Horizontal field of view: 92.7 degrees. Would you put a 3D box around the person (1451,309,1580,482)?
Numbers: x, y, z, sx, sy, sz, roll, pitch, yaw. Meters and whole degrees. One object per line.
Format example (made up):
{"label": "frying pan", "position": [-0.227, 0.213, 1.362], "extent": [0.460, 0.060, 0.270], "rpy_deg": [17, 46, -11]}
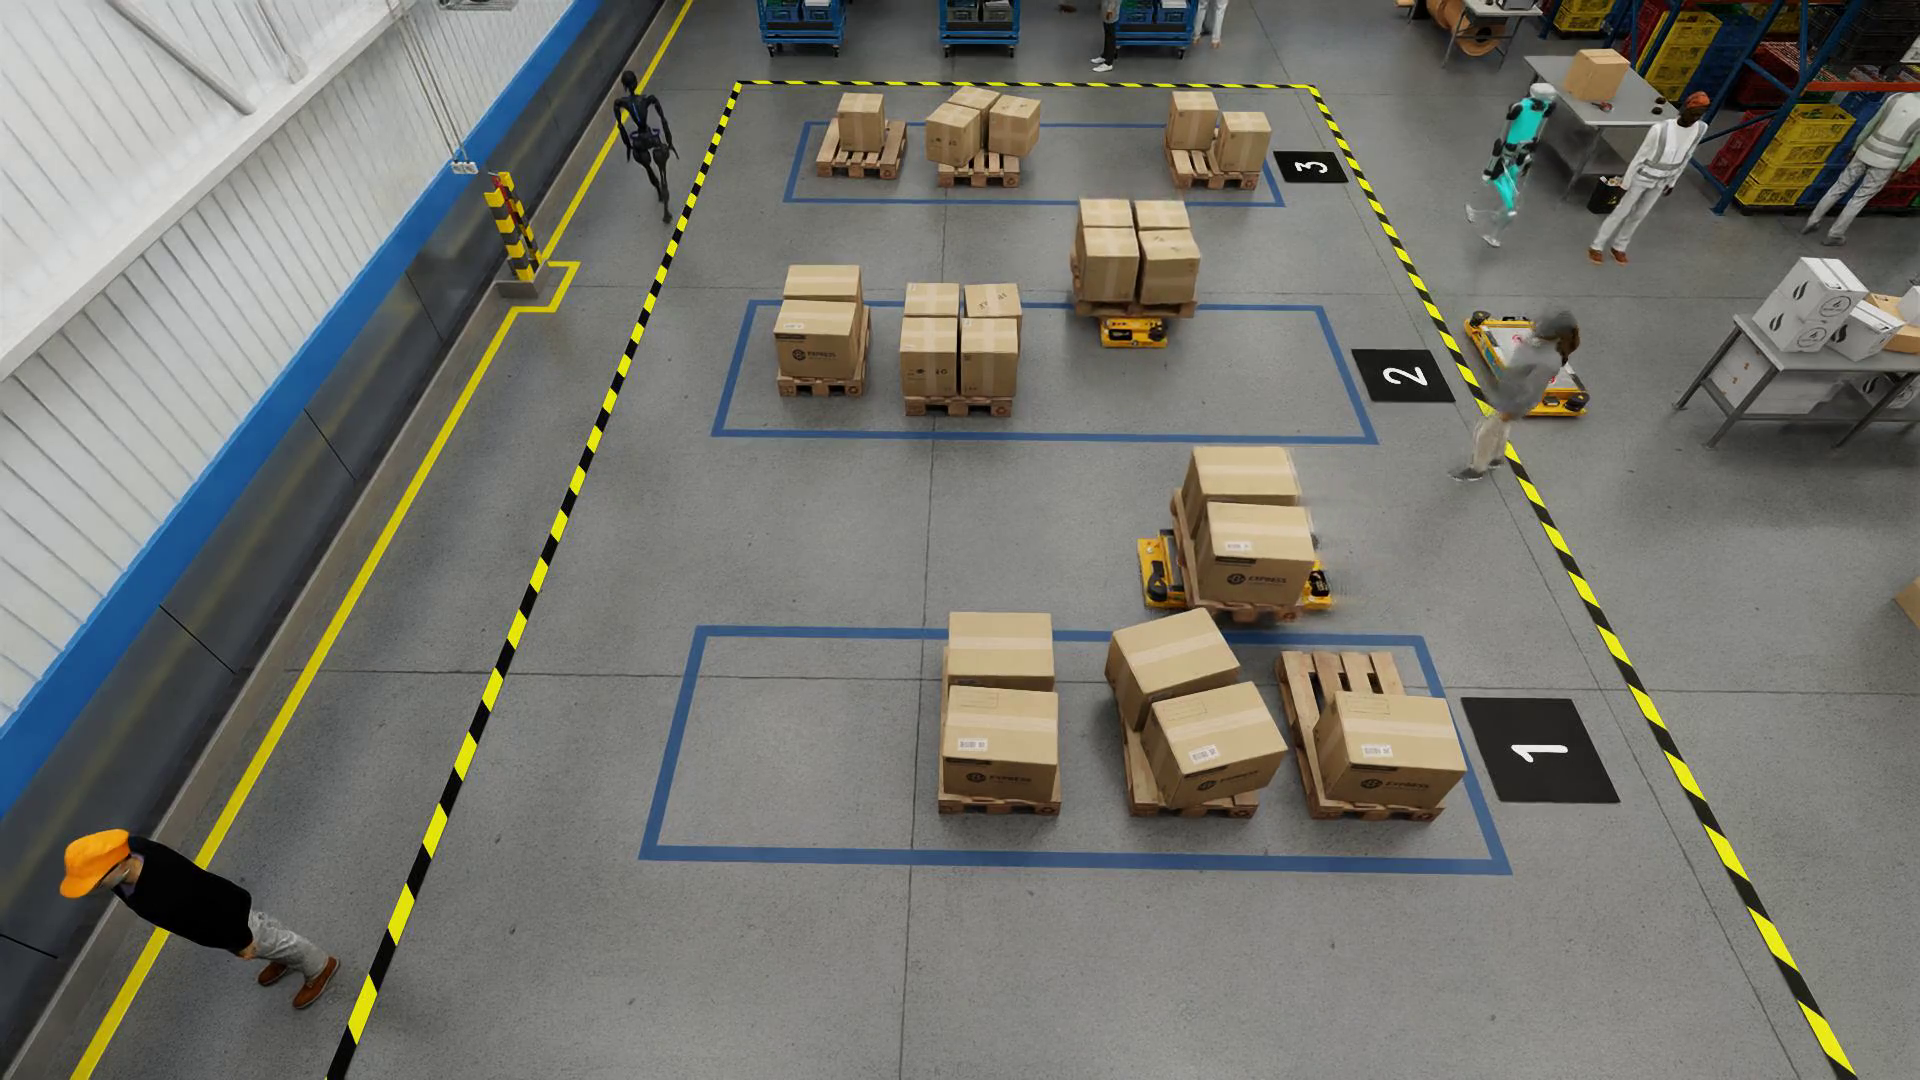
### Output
{"label": "person", "position": [4.631, -1.192, 7.610], "extent": [0.382, 1.761, 0.591], "rpy_deg": [18, 52, 15]}

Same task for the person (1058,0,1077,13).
{"label": "person", "position": [2.127, -9.414, 14.621], "extent": [1.077, 1.872, 0.637], "rpy_deg": [7, 49, 6]}

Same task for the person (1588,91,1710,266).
{"label": "person", "position": [7.357, -3.831, 9.789], "extent": [0.581, 1.879, 0.355], "rpy_deg": [-1, 49, -1]}

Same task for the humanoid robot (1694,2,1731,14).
{"label": "humanoid robot", "position": [10.894, -7.778, 13.366], "extent": [0.646, 1.661, 0.609], "rpy_deg": [-1, 49, -1]}

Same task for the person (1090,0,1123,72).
{"label": "person", "position": [2.149, -7.765, 13.207], "extent": [0.380, 1.852, 0.587], "rpy_deg": [1, 49, 1]}

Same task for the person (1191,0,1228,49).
{"label": "person", "position": [3.854, -8.427, 13.796], "extent": [0.634, 1.835, 0.429], "rpy_deg": [19, 52, 16]}

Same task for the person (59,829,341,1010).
{"label": "person", "position": [-3.897, 1.968, 4.761], "extent": [0.590, 1.884, 0.363], "rpy_deg": [21, 52, 17]}

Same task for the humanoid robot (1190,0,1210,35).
{"label": "humanoid robot", "position": [3.763, -8.814, 14.258], "extent": [0.628, 1.652, 0.612], "rpy_deg": [27, 54, 22]}

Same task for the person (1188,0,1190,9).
{"label": "person", "position": [3.851, -9.577, 14.718], "extent": [0.614, 1.949, 0.400], "rpy_deg": [-27, 54, -21]}

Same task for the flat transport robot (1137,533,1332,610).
{"label": "flat transport robot", "position": [2.179, 0.227, 7.318], "extent": [1.431, 0.197, 0.652], "rpy_deg": [1, 49, 1]}

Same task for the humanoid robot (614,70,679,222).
{"label": "humanoid robot", "position": [-3.597, -4.567, 10.587], "extent": [0.593, 1.622, 0.795], "rpy_deg": [-7, 49, -6]}

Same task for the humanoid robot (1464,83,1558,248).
{"label": "humanoid robot", "position": [6.076, -4.033, 10.047], "extent": [0.558, 1.737, 1.027], "rpy_deg": [-11, 50, -9]}

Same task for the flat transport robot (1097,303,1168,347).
{"label": "flat transport robot", "position": [1.790, -2.563, 9.733], "extent": [0.652, 0.197, 1.431], "rpy_deg": [1, 49, 1]}

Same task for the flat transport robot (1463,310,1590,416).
{"label": "flat transport robot", "position": [5.573, -1.757, 9.054], "extent": [0.659, 0.231, 1.431], "rpy_deg": [1, 49, 1]}

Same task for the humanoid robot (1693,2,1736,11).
{"label": "humanoid robot", "position": [11.267, -8.044, 13.569], "extent": [0.369, 1.663, 0.602], "rpy_deg": [-22, 53, -18]}

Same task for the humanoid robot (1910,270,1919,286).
{"label": "humanoid robot", "position": [10.570, -3.353, 9.399], "extent": [0.531, 1.689, 0.741], "rpy_deg": [5, 49, 4]}

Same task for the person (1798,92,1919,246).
{"label": "person", "position": [10.100, -4.194, 10.055], "extent": [0.402, 1.942, 0.613], "rpy_deg": [-16, 51, -13]}
